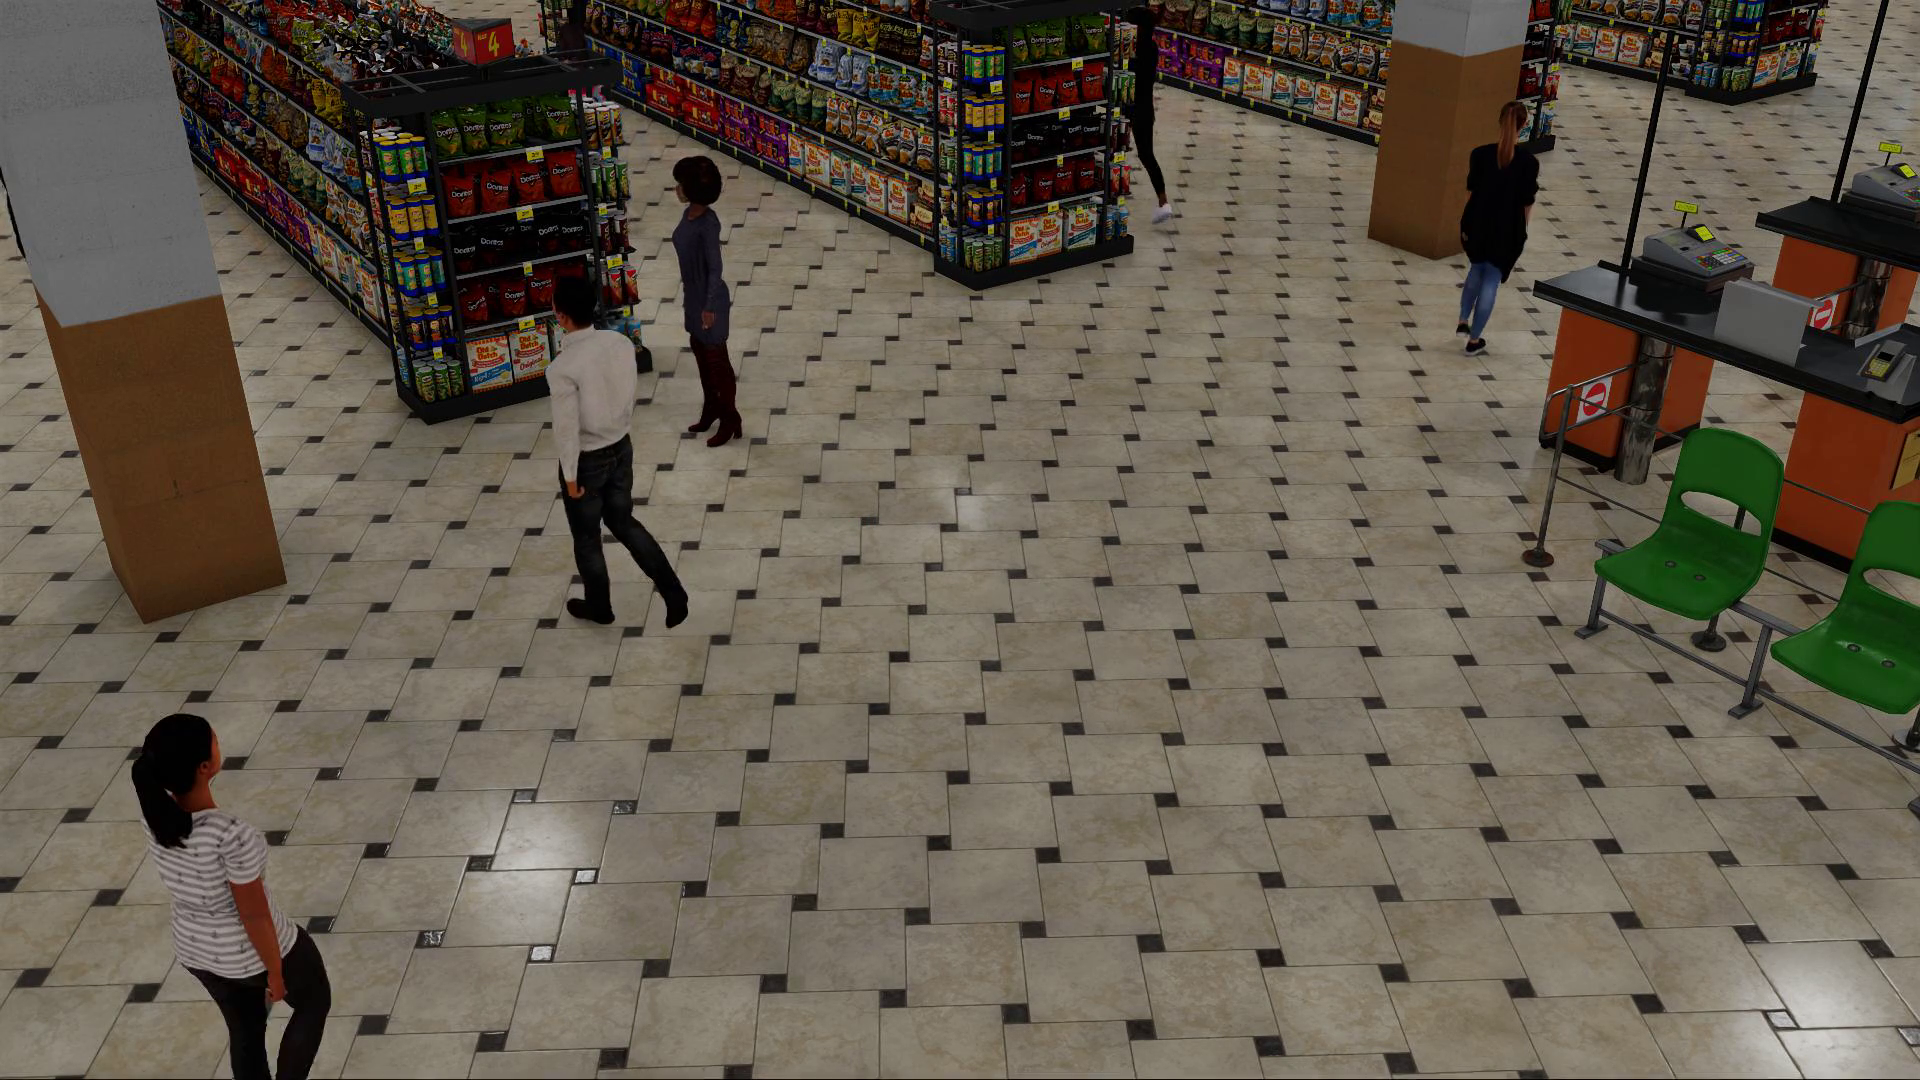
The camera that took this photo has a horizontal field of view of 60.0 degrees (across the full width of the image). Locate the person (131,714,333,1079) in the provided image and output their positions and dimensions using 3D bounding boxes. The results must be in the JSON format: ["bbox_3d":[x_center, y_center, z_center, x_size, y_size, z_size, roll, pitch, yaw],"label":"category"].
[{"bbox_3d":[-2.204,1.256,4.933,0.687,1.633,0.754,11,30,19],"label":"person"}]

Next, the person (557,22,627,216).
[{"bbox_3d":[-2.990,-3.308,13.328,0.956,1.597,0.695,25,37,38],"label":"person"}]

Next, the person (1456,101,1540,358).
[{"bbox_3d":[3.445,-1.989,10.833,0.704,1.674,0.783,20,34,32],"label":"person"}]

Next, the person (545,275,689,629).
[{"bbox_3d":[-1.606,-0.346,7.698,1.075,1.795,0.863,18,34,30],"label":"person"}]

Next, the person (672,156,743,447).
[{"bbox_3d":[-1.472,-1.387,9.692,0.667,1.711,0.479,-14,32,-24],"label":"person"}]

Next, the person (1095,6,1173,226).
[{"bbox_3d":[1.449,-3.365,13.333,0.680,1.694,1.167,-15,32,-25],"label":"person"}]
